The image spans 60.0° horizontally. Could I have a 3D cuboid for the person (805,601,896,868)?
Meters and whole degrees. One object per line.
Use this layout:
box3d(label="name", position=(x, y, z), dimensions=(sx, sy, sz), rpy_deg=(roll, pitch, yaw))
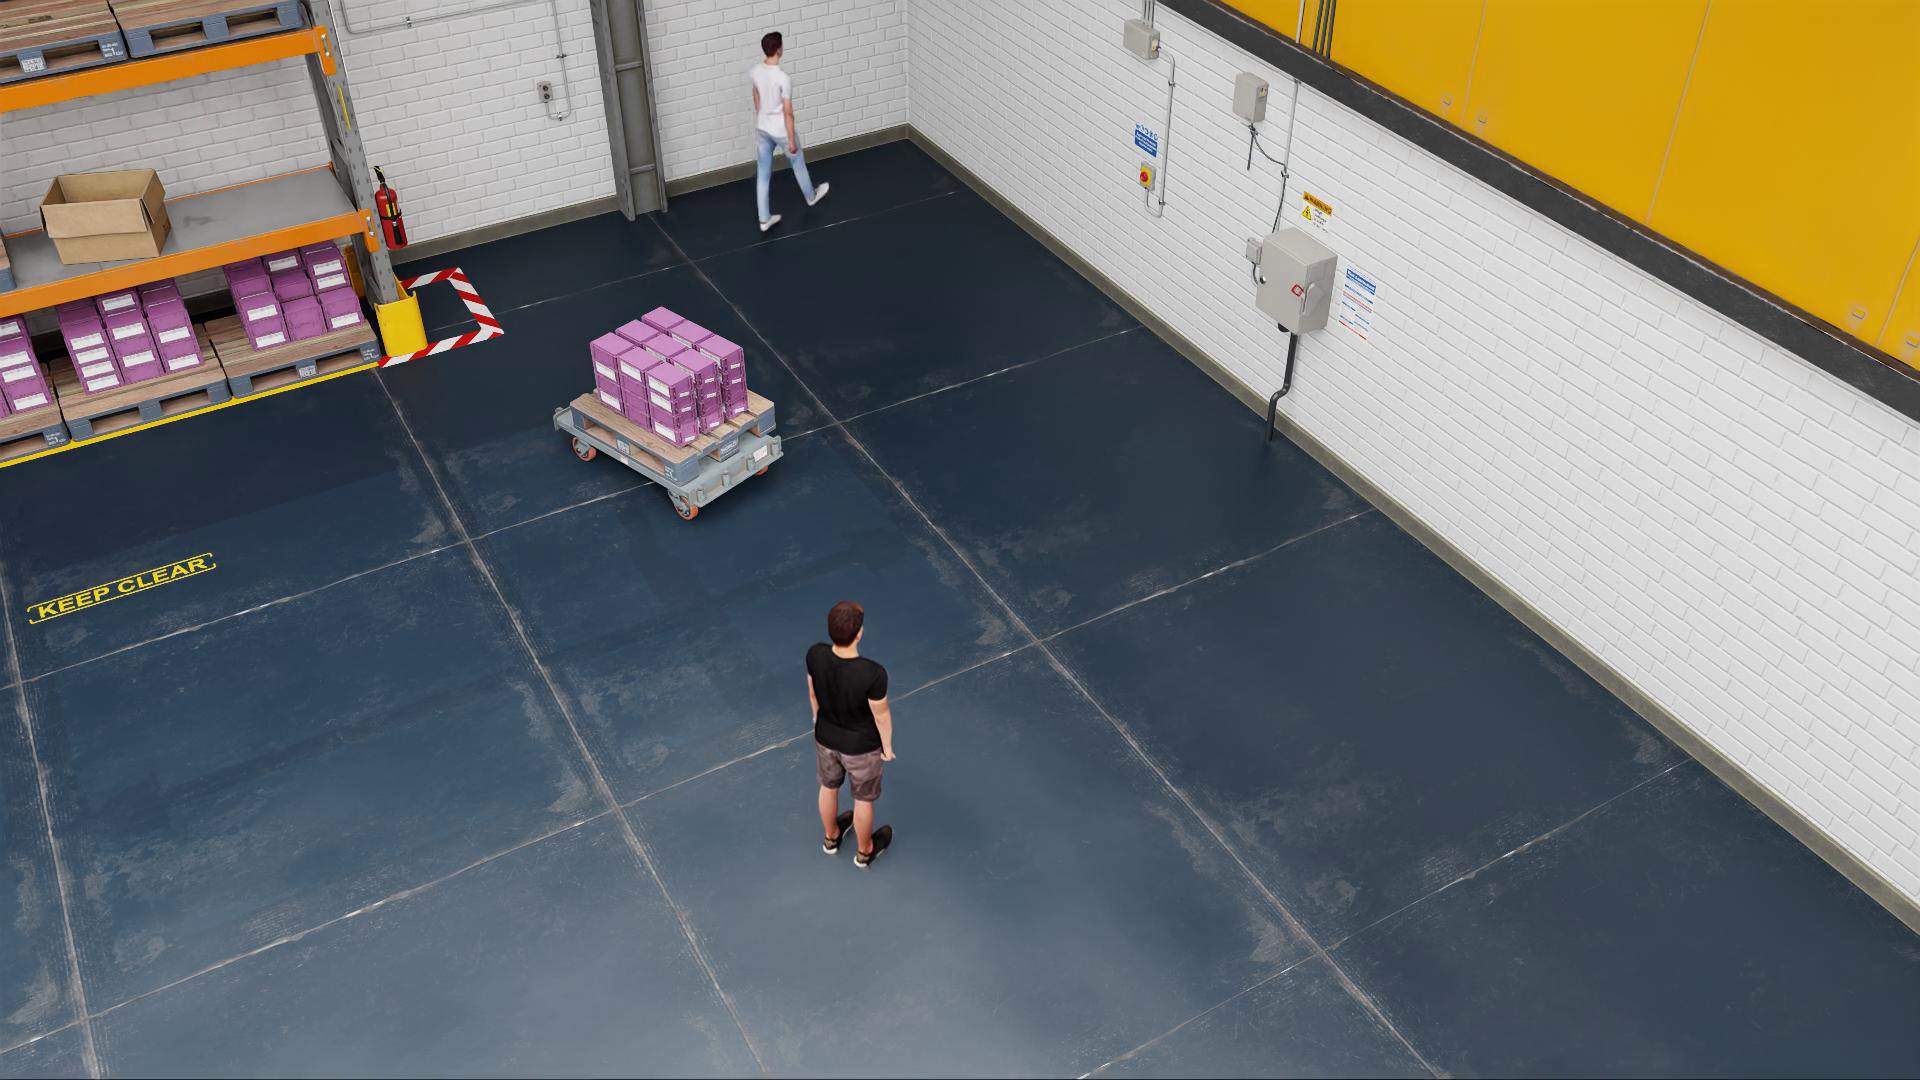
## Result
box3d(label="person", position=(-0.637, 1.084, 9.234), dimensions=(0.744, 1.860, 0.778), rpy_deg=(15, 41, 17))

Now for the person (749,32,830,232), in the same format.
box3d(label="person", position=(-1.748, -3.699, 15.258), dimensions=(1.015, 1.816, 1.219), rpy_deg=(21, 43, 24))
